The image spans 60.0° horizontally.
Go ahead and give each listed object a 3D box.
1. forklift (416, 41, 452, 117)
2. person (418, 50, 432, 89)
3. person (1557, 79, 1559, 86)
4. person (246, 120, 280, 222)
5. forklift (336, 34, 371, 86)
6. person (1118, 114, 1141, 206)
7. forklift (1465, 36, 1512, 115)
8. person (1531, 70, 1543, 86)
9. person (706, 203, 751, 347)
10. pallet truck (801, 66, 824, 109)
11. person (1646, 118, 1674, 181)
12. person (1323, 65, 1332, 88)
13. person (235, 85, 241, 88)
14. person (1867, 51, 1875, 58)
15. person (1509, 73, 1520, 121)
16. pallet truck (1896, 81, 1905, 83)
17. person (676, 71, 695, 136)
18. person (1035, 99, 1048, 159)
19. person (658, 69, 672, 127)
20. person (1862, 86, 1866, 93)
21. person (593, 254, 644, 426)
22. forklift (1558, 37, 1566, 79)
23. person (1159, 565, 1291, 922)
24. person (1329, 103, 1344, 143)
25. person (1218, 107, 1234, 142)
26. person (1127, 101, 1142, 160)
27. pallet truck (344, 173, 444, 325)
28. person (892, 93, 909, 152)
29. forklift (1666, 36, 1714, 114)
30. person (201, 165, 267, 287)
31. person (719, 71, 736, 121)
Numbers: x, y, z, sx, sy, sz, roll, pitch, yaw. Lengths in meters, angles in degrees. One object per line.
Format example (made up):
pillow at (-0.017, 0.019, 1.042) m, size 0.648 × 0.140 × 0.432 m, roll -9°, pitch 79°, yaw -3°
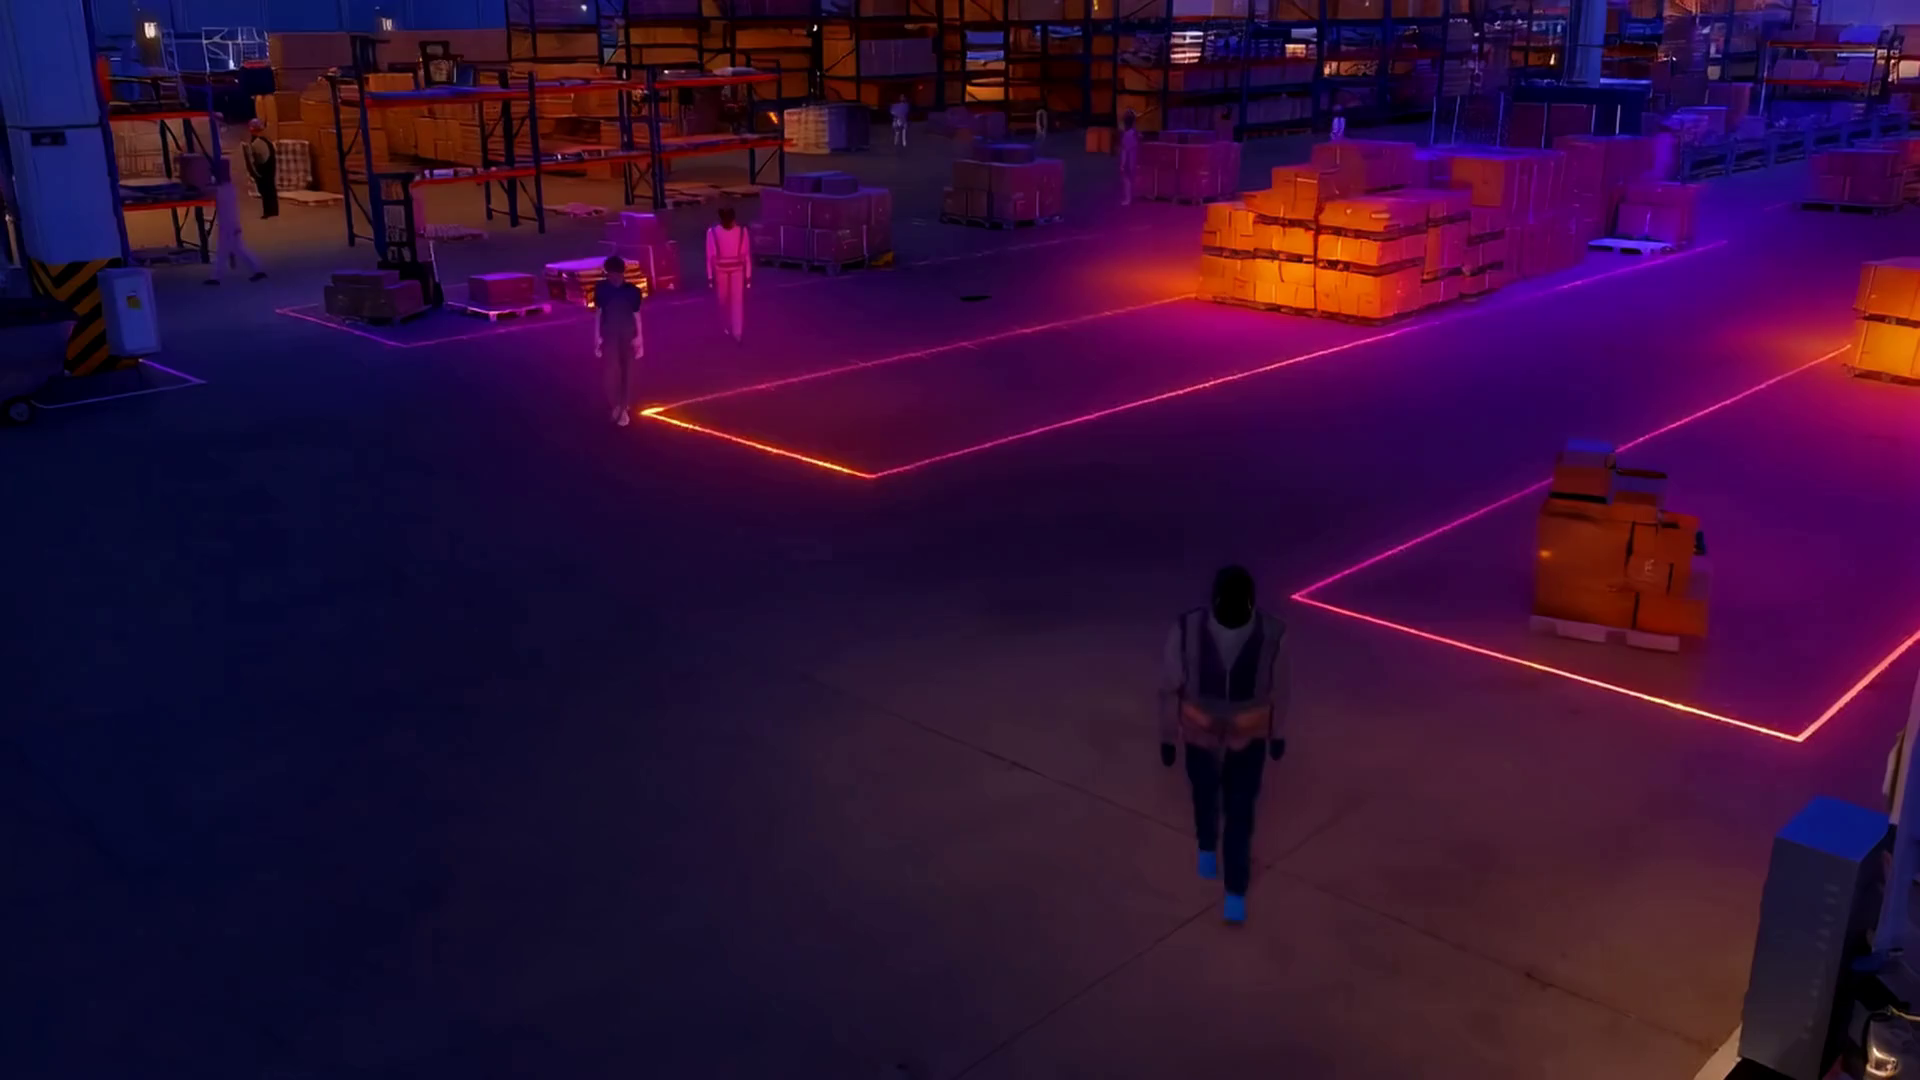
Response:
forklift at (-17.743, -15.541, 56.603) m, size 1.873 × 2.768 × 1.129 m, roll 16°, pitch 24°, yaw 41°
person at (-23.397, -20.409, 72.745) m, size 0.542 × 1.938 × 0.357 m, roll -7°, pitch 19°, yaw -19°
person at (20.546, -15.046, 57.089) m, size 0.509 × 1.611 × 0.675 m, roll 13°, pitch 23°, yaw 35°
person at (-14.105, -7.455, 33.554) m, size 0.536 × 2.000 × 0.672 m, roll 1°, pitch 18°, yaw 2°
forklift at (-23.405, -18.316, 64.967) m, size 1.129 × 2.768 × 1.873 m, roll 17°, pitch 25°, yaw 41°
person at (3.629, -8.203, 35.956) m, size 0.436 × 1.942 × 0.633 m, roll 10°, pitch 21°, yaw 28°
forklift at (19.973, -17.201, 61.605) m, size 1.873 × 2.768 × 1.129 m, roll 16°, pitch 24°, yaw 40°
person at (20.953, -16.191, 60.381) m, size 0.873 × 1.716 × 0.545 m, roll -8°, pitch 20°, yaw -24°
person at (-3.068, -3.550, 22.107) m, size 0.584 × 1.858 × 0.899 m, roll -2°, pitch 18°, yaw -5°
pallet truck at (-4.812, -15.182, 56.903) m, size 0.823 × 1.965 × 1.885 m, roll -9°, pitch 21°, yaw -26°
person at (15.096, -8.075, 35.658) m, size 0.553 × 1.887 × 0.950 m, roll -12°, pitch 22°, yaw -33°
person at (15.983, -20.028, 72.032) m, size 0.539 × 1.659 × 0.845 m, roll 9°, pitch 21°, yaw 26°
person at (-20.203, -11.831, 46.921) m, size 0.391 × 1.944 × 0.636 m, roll 4°, pitch 19°, yaw 12°
person at (38.486, -19.708, 70.544) m, size 0.381 × 1.994 × 0.615 m, roll 12°, pitch 22°, yaw 32°
person at (19.798, -15.810, 59.361) m, size 0.285 × 1.633 × 0.501 m, roll 9°, pitch 20°, yaw 25°
pallet truck at (34.802, -16.331, 61.455) m, size 0.653 × 1.274 × 1.630 m, roll 17°, pitch 25°, yaw 41°
person at (-8.828, -13.981, 53.289) m, size 0.608 × 1.995 × 0.377 m, roll 13°, pitch 23°, yaw 35°
person at (2.220, -11.323, 45.846) m, size 0.406 × 1.623 × 0.543 m, roll -2°, pitch 18°, yaw -6°
person at (-10.070, -15.082, 56.740) m, size 0.589 × 1.912 × 0.391 m, roll 12°, pitch 22°, yaw 31°
person at (36.243, -18.384, 66.973) m, size 0.532 × 1.730 × 0.893 m, roll -15°, pitch 24°, yaw -38°
person at (-3.664, -2.130, 17.799) m, size 0.565 × 1.855 × 0.383 m, roll 0°, pitch 18°, yaw 0°
forklift at (22.476, -17.014, 61.041) m, size 1.873 × 2.768 × 1.129 m, roll -16°, pitch 24°, yaw -40°
person at (1.332, 1.012, 8.422) m, size 0.654 × 1.795 × 0.926 m, roll 3°, pitch 19°, yaw 9°
person at (8.964, -9.525, 40.016) m, size 0.948 × 1.892 × 0.562 m, roll 11°, pitch 21°, yaw 30°
person at (6.475, -9.693, 40.736) m, size 0.524 × 1.764 × 0.323 m, roll -16°, pitch 24°, yaw -39°
person at (4.754, -11.158, 45.370) m, size 0.520 × 1.613 × 0.405 m, roll -7°, pitch 20°, yaw -21°
pallet truck at (-8.209, -4.181, 23.757) m, size 0.823 × 1.965 × 1.885 m, roll 3°, pitch 19°, yaw 9°
person at (-1.737, -12.097, 48.119) m, size 0.541 × 1.676 × 0.614 m, roll -6°, pitch 19°, yaw -17°
forklift at (27.341, -17.291, 61.877) m, size 1.129 × 2.768 × 1.873 m, roll 17°, pitch 25°, yaw 41°
person at (-11.589, -4.995, 26.396) m, size 1.034 × 1.890 × 0.648 m, roll -13°, pitch 22°, yaw -34°
person at (-8.269, -15.870, 59.309) m, size 0.627 × 1.796 × 0.976 m, roll 17°, pitch 25°, yaw 42°
